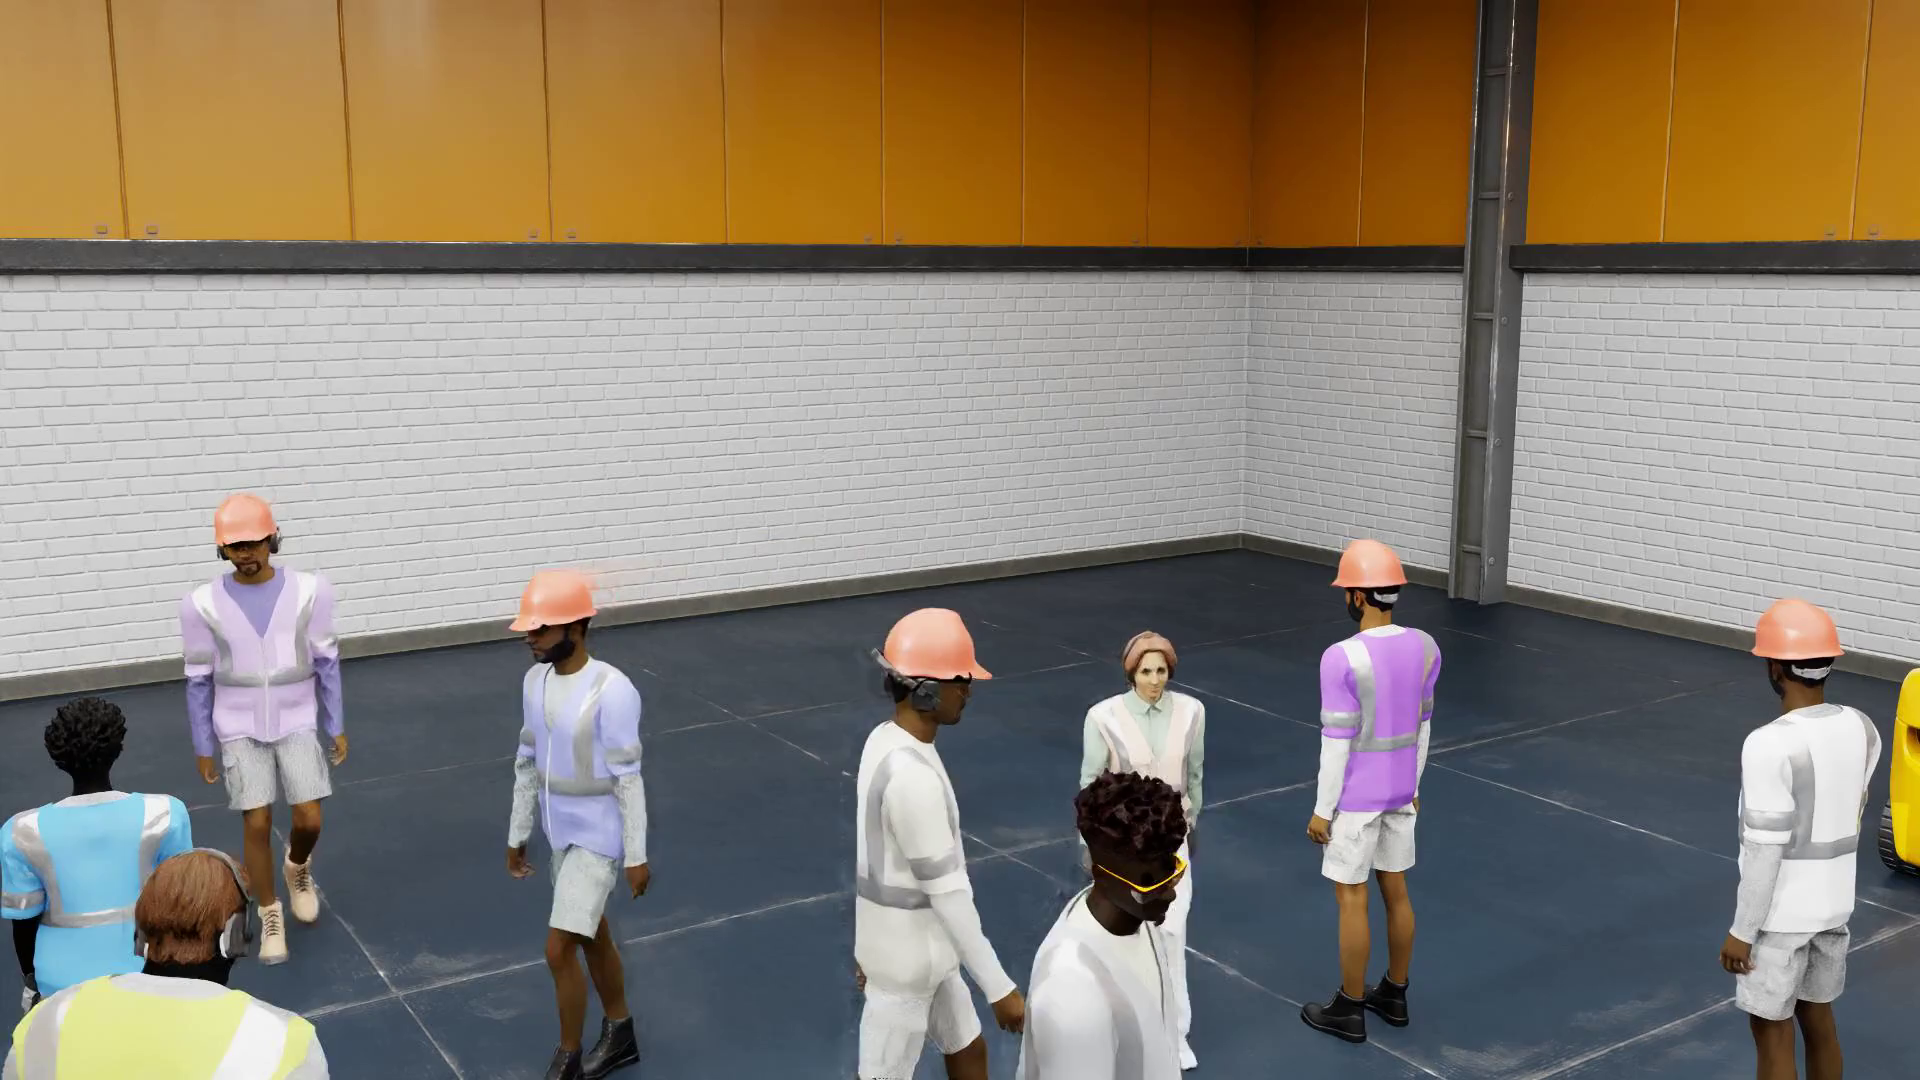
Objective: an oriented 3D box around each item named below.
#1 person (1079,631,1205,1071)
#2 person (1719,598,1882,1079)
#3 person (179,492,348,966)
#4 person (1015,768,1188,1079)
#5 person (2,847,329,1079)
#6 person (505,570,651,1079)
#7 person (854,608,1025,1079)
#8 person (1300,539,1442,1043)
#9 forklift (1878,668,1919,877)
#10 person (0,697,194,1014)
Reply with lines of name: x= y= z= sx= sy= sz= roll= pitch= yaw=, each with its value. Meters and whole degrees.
person: x=0.683 y=1.117 z=6.431 sx=0.533 sy=1.596 sz=0.870 roll=-2 pitch=10 yaw=-13
person: x=2.601 y=1.142 z=5.250 sx=0.545 sy=1.933 sz=0.376 roll=-5 pitch=11 yaw=-29
person: x=-2.955 y=0.789 z=7.104 sx=0.630 sy=2.020 sz=0.479 roll=-4 pitch=10 yaw=-24
person: x=0.351 y=1.414 z=3.723 sx=1.041 sy=1.891 sz=0.639 roll=3 pitch=10 yaw=20
person: x=-1.548 y=1.515 z=3.389 sx=0.653 sy=1.805 sz=0.650 roll=1 pitch=10 yaw=8
person: x=-1.419 y=1.056 z=5.835 sx=0.568 sy=1.908 sz=0.752 roll=9 pitch=13 yaw=43
person: x=-0.045 y=1.186 z=4.815 sx=1.016 sy=1.988 sz=0.623 roll=-1 pitch=9 yaw=-4
person: x=1.556 y=0.954 z=6.376 sx=0.544 sy=1.936 sz=0.359 roll=-6 pitch=11 yaw=-31
forklift: x=5.511 y=0.571 z=7.906 sx=2.313 sy=2.155 sz=1.214 roll=-6 pitch=11 yaw=-33
person: x=-2.550 y=1.301 z=4.999 sx=0.535 sy=1.699 sz=0.318 roll=-5 pitch=10 yaw=-25
